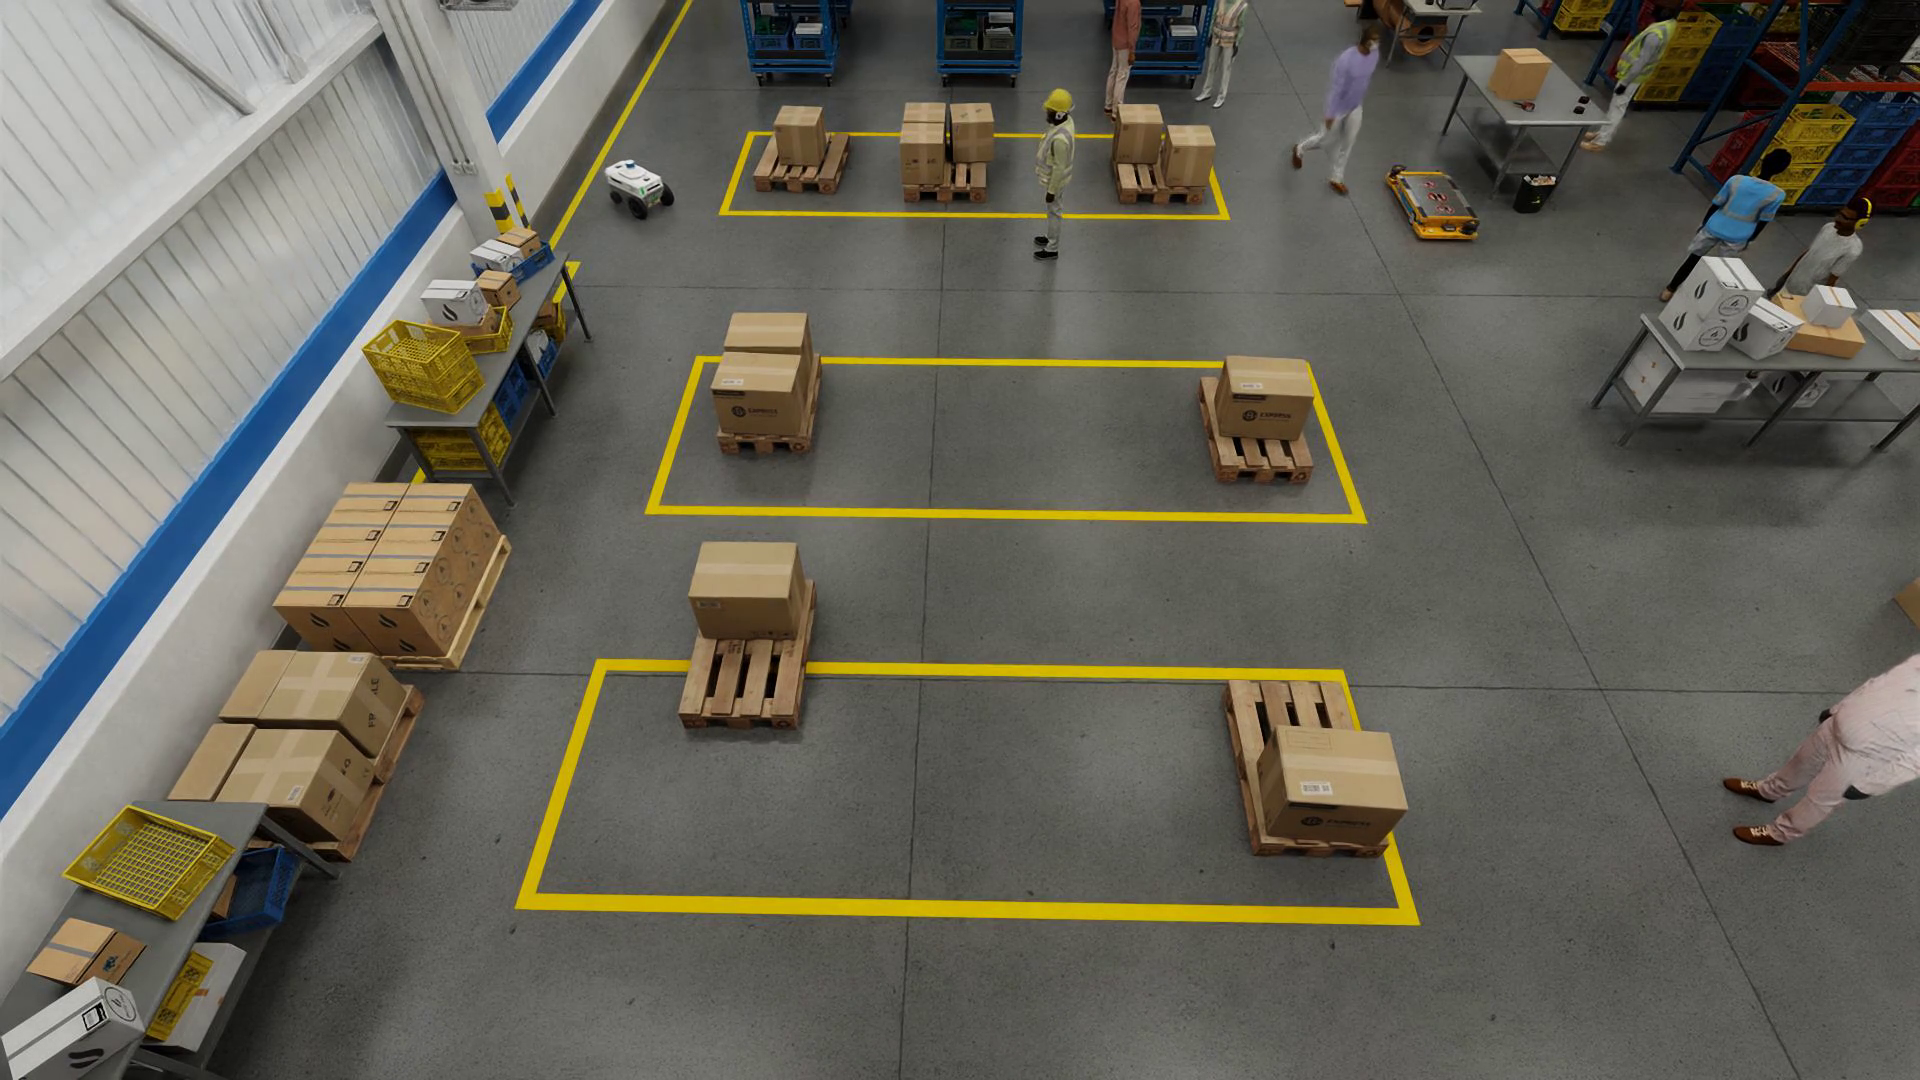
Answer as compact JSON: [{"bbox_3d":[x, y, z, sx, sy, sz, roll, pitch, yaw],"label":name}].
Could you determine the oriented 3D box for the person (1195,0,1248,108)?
[{"bbox_3d":[3.595,-6.776,12.481,0.317,1.638,0.516,-34,57,-26],"label":"person"}]

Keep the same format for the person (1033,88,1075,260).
[{"bbox_3d":[1.007,-3.925,9.884,0.403,1.837,0.590,5,49,4],"label":"person"}]

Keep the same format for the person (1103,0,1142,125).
[{"bbox_3d":[2.179,-6.531,12.037,0.381,1.994,0.615,-10,50,-8],"label":"person"}]

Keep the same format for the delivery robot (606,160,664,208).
[{"bbox_3d":[-3.905,-4.310,11.000,0.707,0.478,0.477,30,55,23],"label":"delivery robot"}]

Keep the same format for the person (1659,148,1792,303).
[{"bbox_3d":[7.761,-3.116,9.274,0.315,1.697,0.541,-34,57,-26],"label":"person"}]

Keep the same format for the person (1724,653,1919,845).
[{"bbox_3d":[5.274,1.207,5.403,0.401,1.899,0.646,14,51,12],"label":"person"}]

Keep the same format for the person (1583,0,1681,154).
[{"bbox_3d":[8.478,-5.850,11.559,0.465,1.841,0.638,32,56,25],"label":"person"}]

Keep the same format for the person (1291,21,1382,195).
[{"bbox_3d":[4.540,-5.183,10.929,0.632,1.911,0.851,-18,52,-15],"label":"person"}]

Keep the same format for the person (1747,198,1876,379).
[{"bbox_3d":[7.698,-2.270,8.438,0.315,1.861,0.514,3,49,3],"label":"person"}]

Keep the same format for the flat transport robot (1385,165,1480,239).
[{"bbox_3d":[5.692,-4.094,11.059,0.652,0.197,1.431,1,49,1],"label":"flat transport robot"}]
